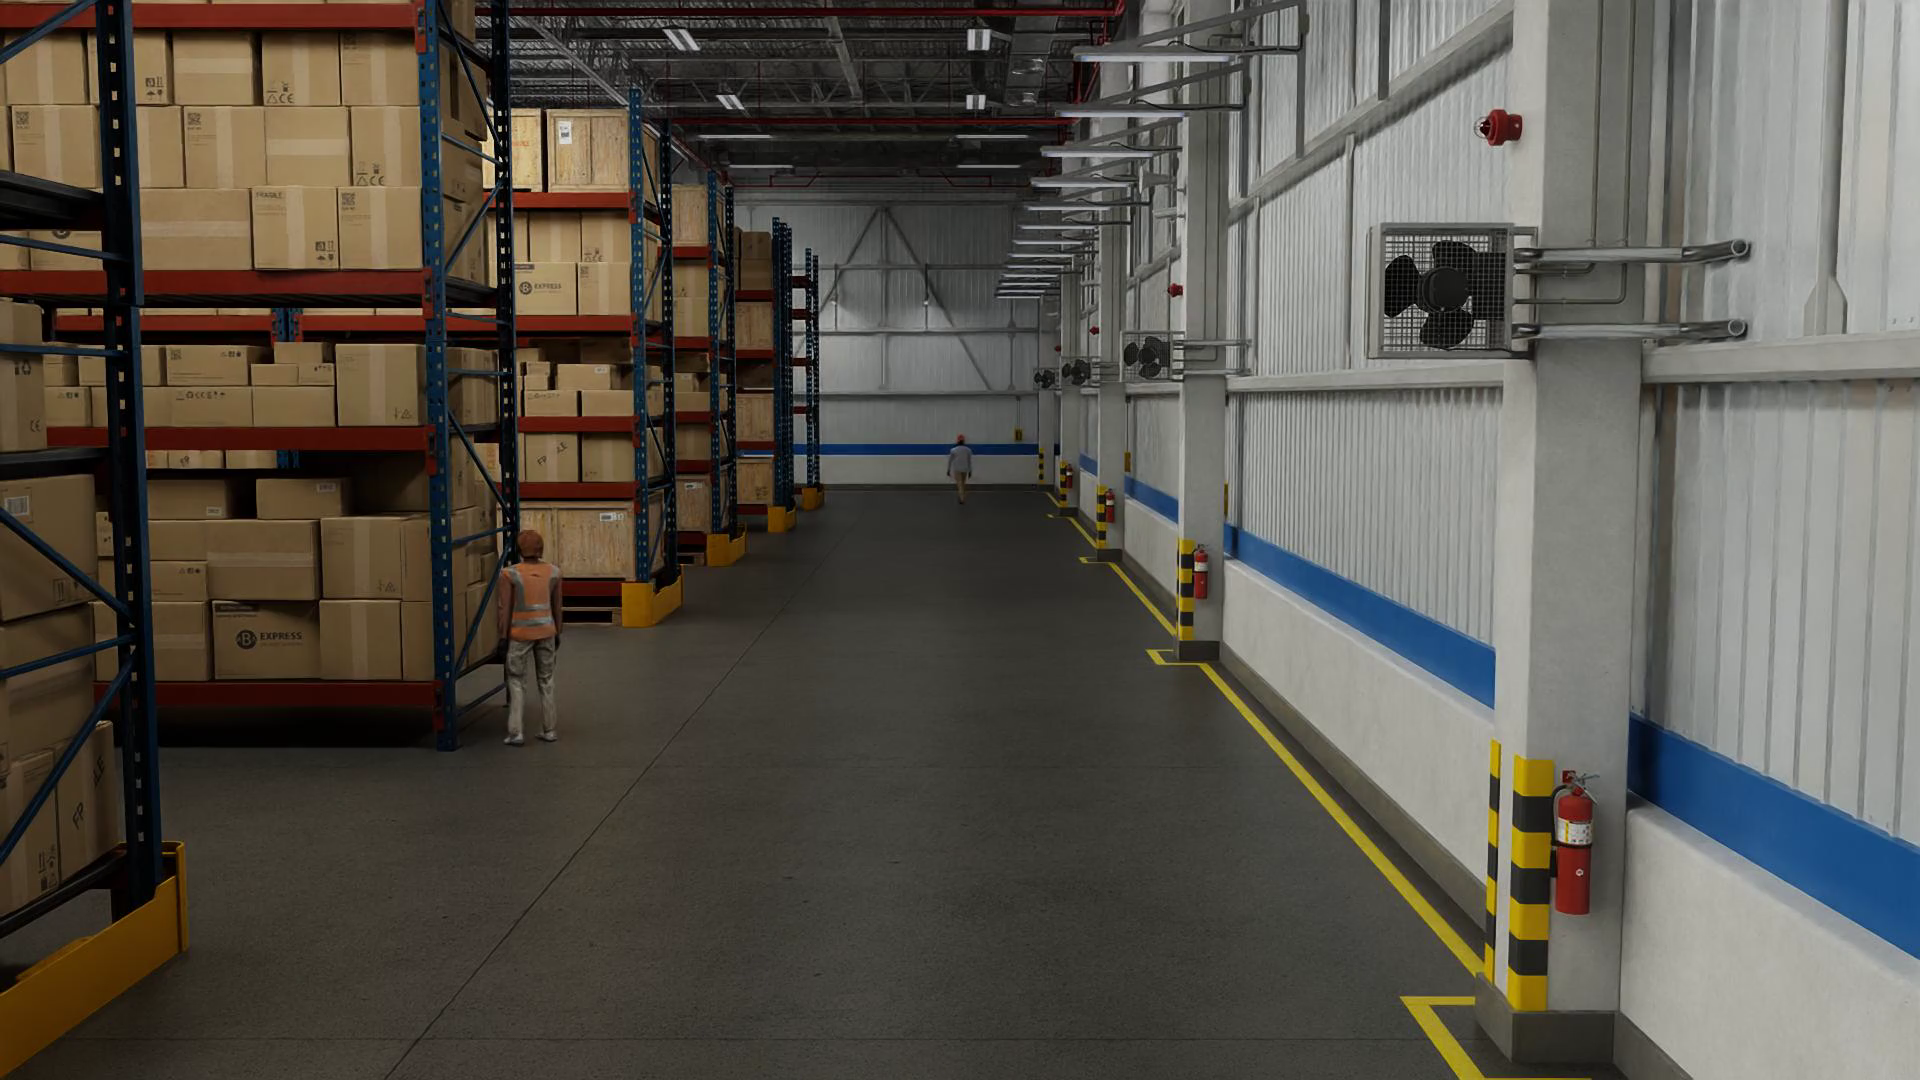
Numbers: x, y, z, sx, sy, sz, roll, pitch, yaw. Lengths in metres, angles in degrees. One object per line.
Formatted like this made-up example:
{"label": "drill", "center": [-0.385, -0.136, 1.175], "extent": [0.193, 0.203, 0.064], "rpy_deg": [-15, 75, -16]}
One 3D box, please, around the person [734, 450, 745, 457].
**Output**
{"label": "person", "center": [-5.503, -1.888, 41.651], "extent": [0.985, 1.883, 0.568], "rpy_deg": [1, 5, 9]}

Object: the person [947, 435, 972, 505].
{"label": "person", "center": [0.000, -1.709, 40.634], "extent": [0.567, 1.704, 0.902], "rpy_deg": [-2, 5, -19]}

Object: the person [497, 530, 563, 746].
{"label": "person", "center": [-3.232, 0.737, 12.556], "extent": [0.524, 1.634, 0.315], "rpy_deg": [-4, 6, -40]}
